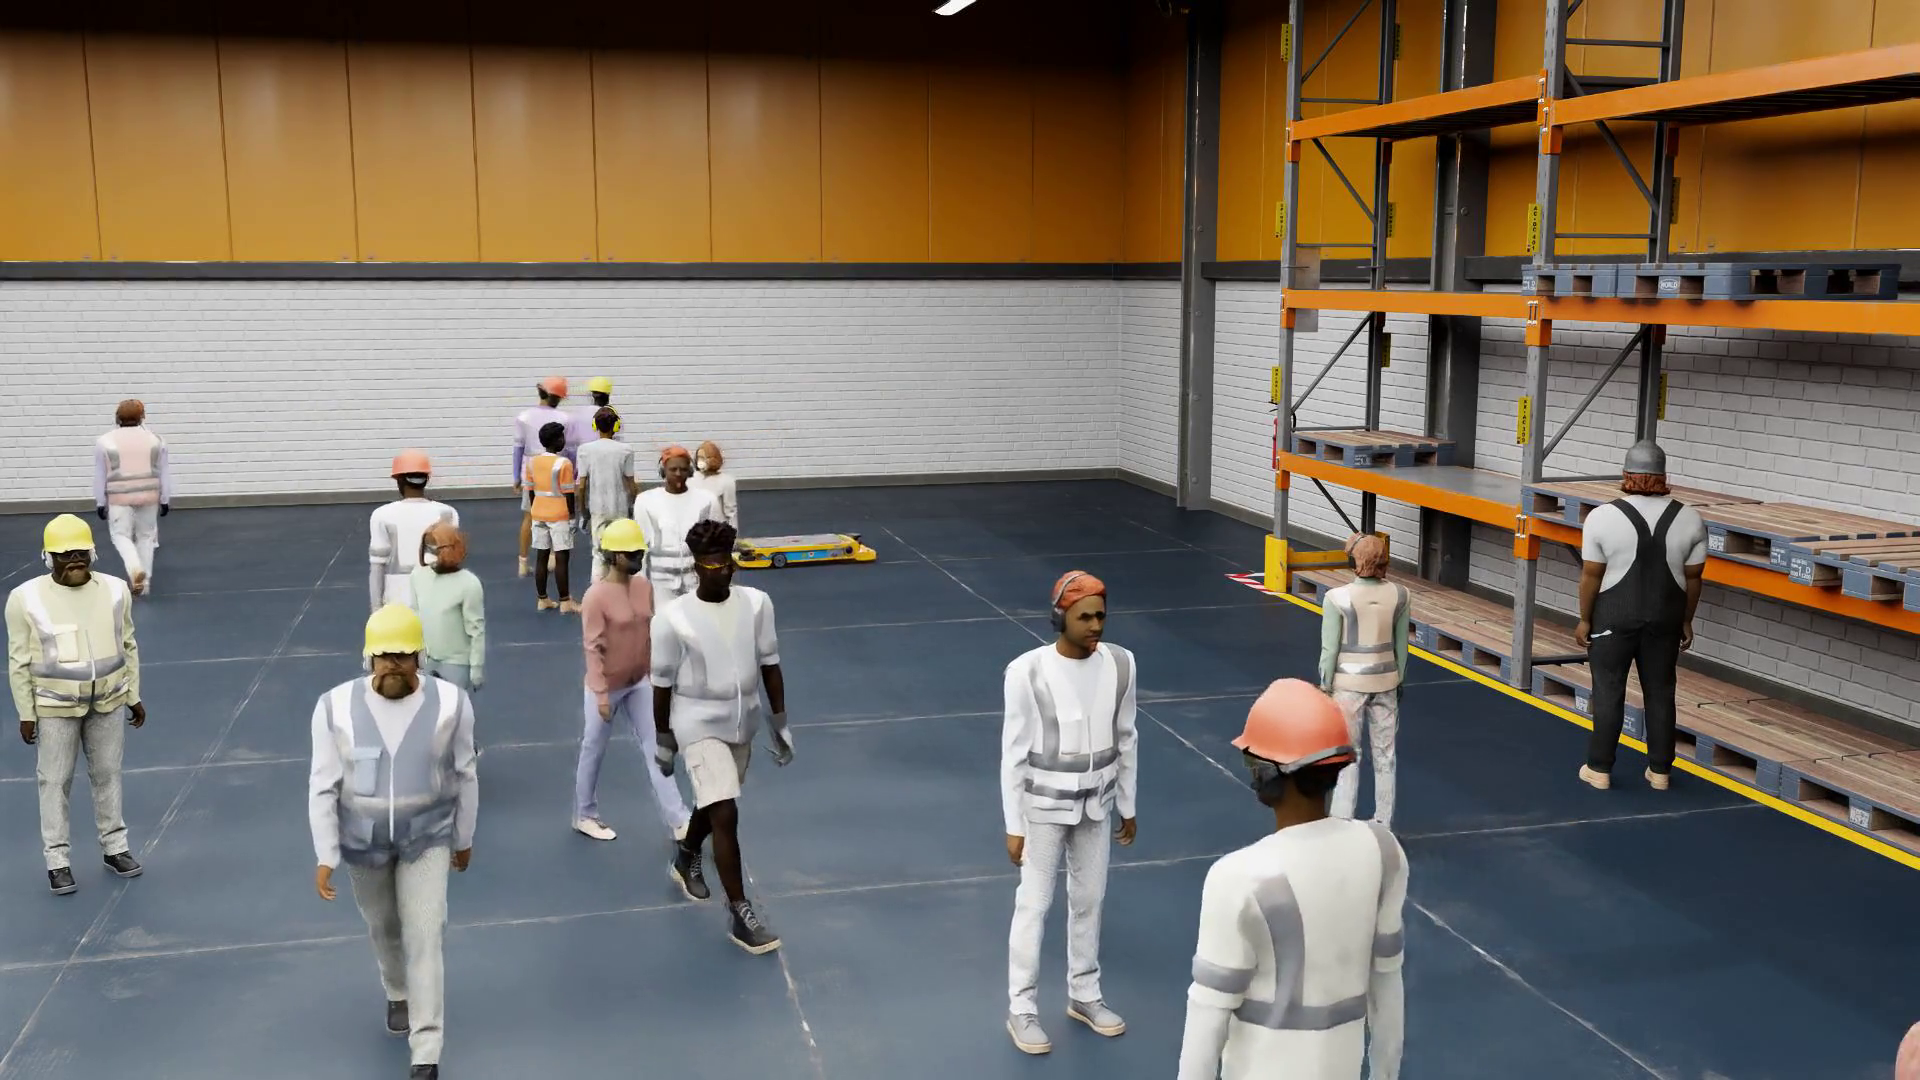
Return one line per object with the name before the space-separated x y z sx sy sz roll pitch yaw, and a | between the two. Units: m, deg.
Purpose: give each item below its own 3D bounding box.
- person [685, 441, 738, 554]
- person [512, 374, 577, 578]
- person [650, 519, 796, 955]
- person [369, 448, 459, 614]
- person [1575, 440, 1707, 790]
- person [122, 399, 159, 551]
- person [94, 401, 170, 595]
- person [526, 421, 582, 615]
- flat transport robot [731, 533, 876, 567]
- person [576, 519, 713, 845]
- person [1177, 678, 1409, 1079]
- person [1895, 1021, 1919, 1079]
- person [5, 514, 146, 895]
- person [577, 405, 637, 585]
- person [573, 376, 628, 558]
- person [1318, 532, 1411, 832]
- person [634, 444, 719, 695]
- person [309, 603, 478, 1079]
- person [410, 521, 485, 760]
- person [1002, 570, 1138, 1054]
person | -2.082 -0.051 13.999 0.509 1.604 0.781 4 10 24
person | -4.096 -0.627 16.388 0.647 2.003 0.518 0 9 2
person | -1.125 0.827 7.593 0.603 1.915 1.043 -8 12 -41
person | -3.380 0.383 10.359 0.552 1.902 0.539 -4 10 -25
person | 3.905 0.427 9.655 0.689 2.000 0.538 1 9 4
person | -8.866 -0.707 17.982 0.311 1.638 0.523 -4 10 -25
person | -7.596 -0.371 15.315 0.638 1.821 0.636 -7 12 -38
person | -3.563 -0.191 14.573 0.535 1.699 0.322 6 11 32
flat transport robot | -1.648 0.099 17.211 1.431 0.197 0.652 -4 10 -22
person | -1.684 0.752 8.590 0.876 1.717 0.549 6 11 32
person | 0.825 1.334 4.174 0.623 1.994 1.032 -6 11 -35
person | 2.060 1.502 3.147 0.627 1.977 0.563 1 9 4
person | -4.278 0.780 8.096 0.403 1.834 0.589 8 12 42
person | -2.997 -0.218 14.216 0.528 1.871 0.323 -1 9 -3
person | -3.763 -0.774 17.554 0.627 1.903 0.589 4 10 23
person | 2.117 0.776 8.726 0.514 1.641 0.308 -3 9 -16
person | -1.918 0.266 11.269 0.585 1.861 0.799 -2 9 -15
person | -2.106 1.109 6.228 0.582 1.785 0.952 -2 9 -14
person | -2.853 0.689 9.301 0.529 1.618 0.403 4 10 25
person | 0.426 1.038 6.395 0.593 1.873 0.367 -5 10 -28
